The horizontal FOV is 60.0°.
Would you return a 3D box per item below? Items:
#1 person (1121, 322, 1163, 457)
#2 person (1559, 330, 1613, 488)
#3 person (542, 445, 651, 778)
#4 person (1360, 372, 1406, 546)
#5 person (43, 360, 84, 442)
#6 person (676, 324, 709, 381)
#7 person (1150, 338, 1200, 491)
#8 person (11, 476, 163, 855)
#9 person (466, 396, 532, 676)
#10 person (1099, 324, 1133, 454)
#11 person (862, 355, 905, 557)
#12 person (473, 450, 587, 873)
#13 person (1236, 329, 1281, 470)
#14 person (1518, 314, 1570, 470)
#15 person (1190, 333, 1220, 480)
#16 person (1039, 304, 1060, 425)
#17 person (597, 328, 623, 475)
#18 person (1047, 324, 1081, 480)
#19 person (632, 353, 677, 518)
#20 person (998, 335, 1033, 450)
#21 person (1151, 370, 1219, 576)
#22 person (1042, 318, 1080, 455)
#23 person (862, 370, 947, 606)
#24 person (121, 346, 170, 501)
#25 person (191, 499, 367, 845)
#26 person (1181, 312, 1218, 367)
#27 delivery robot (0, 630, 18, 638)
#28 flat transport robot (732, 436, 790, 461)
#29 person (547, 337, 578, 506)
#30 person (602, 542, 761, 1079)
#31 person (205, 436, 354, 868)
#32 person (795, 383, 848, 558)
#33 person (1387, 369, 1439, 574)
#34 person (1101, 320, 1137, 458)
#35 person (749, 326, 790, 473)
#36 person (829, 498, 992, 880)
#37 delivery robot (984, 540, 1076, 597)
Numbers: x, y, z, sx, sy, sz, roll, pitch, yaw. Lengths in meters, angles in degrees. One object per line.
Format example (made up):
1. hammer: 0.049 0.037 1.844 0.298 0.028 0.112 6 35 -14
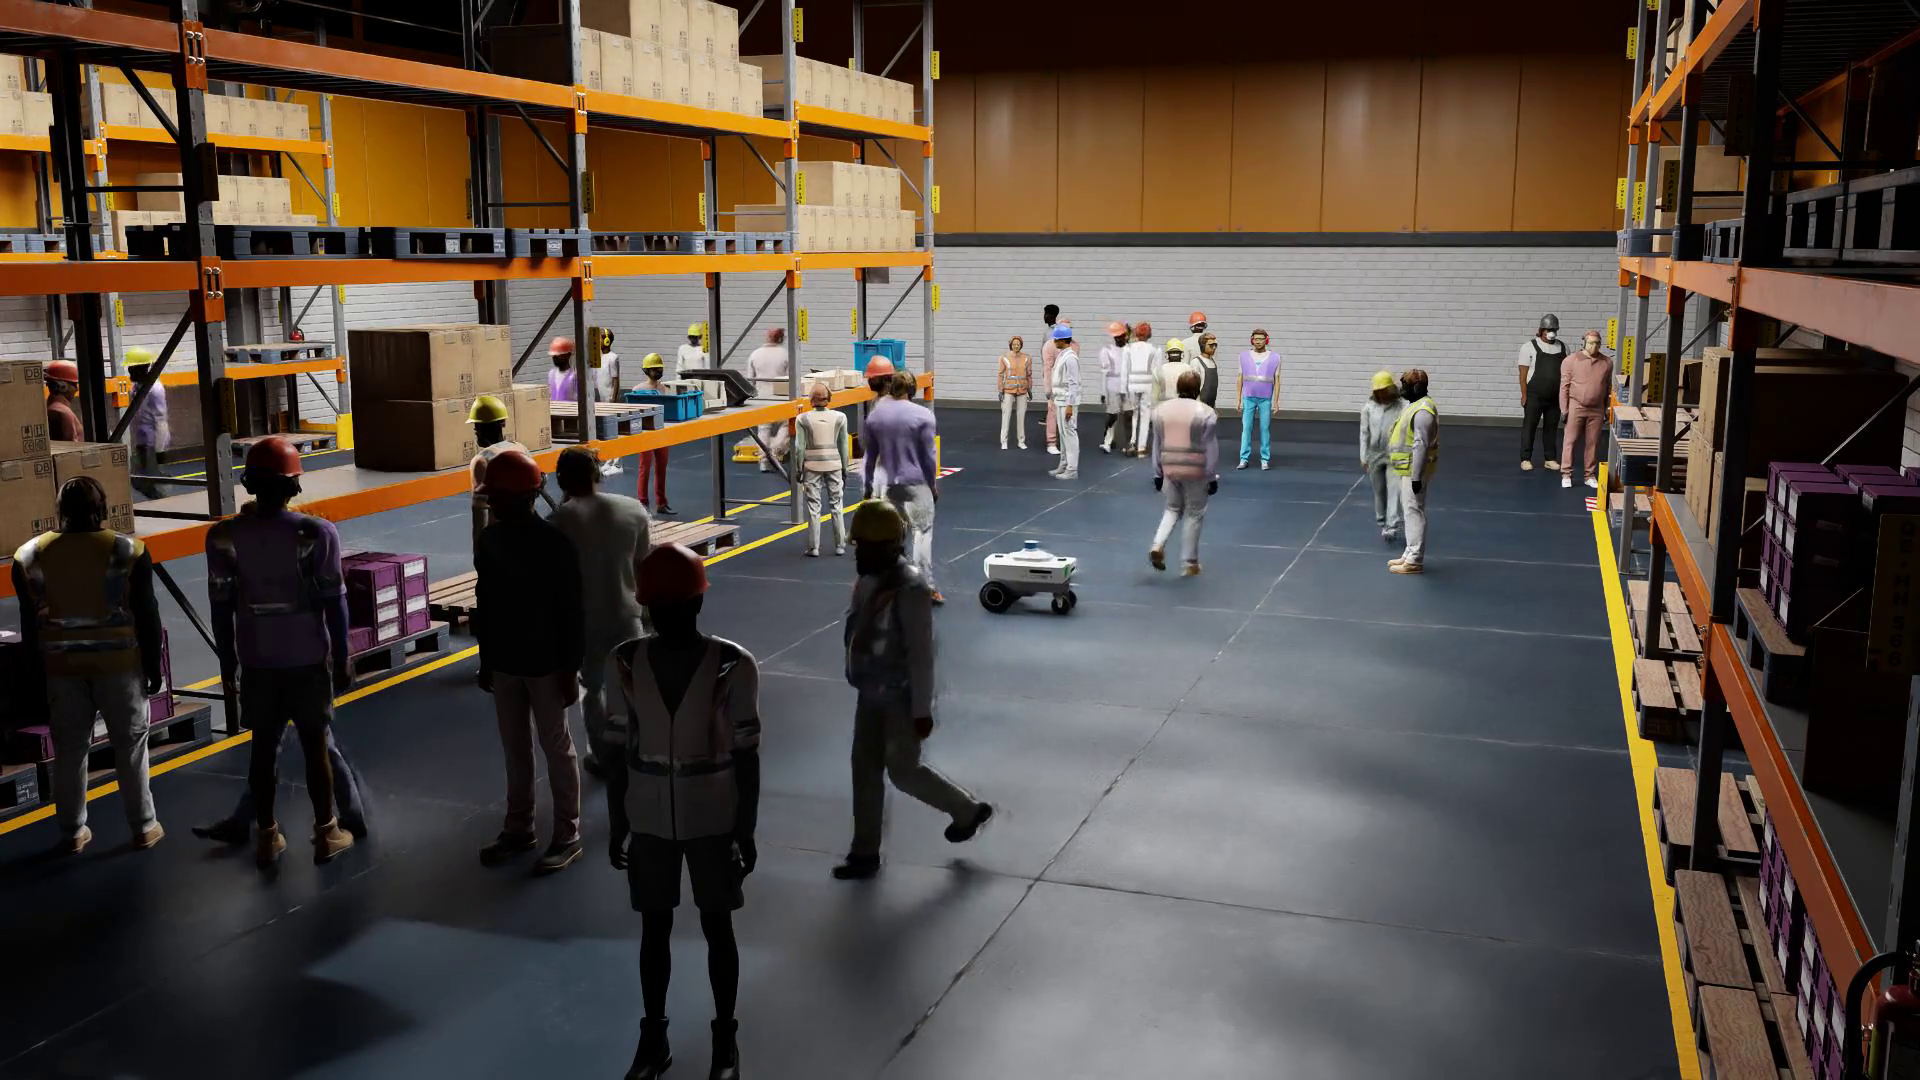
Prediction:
1. person: 2.511 -2.075 23.012 0.581 1.865 0.495 3 11 19
2. person: 7.548 -1.571 20.045 0.639 1.909 0.409 0 10 -1
3. person: -1.885 0.444 8.763 0.640 1.891 1.011 -4 11 -22
4. person: 4.155 -0.787 16.235 0.521 1.685 0.918 4 11 20
5. person: -7.346 -0.484 13.703 0.610 1.986 0.392 9 14 42
6. person: -4.056 -2.467 25.593 0.527 1.727 0.872 2 10 12
7. person: 2.548 -1.479 19.761 0.588 1.823 0.403 1 10 3
8. person: -4.169 0.604 8.021 0.620 1.835 0.430 -2 10 -11
9. person: -3.119 -0.021 11.287 0.399 1.919 0.588 4 11 21
10. person: 2.245 -2.104 23.299 0.525 1.820 0.935 5 11 27
11. person: -0.701 -0.705 15.084 0.371 1.935 0.552 -5 11 -26
12. person: -2.027 0.565 7.773 0.621 1.990 0.391 6 11 29
13. person: 3.888 -1.833 21.689 0.564 1.846 0.390 3 10 16
14. person: 7.632 -1.921 21.640 0.682 2.000 0.538 -1 10 -7
15. person: 3.031 -1.637 20.590 0.345 1.846 0.508 7 12 36
16. person: 1.494 -2.867 27.176 0.367 1.966 0.607 3 10 16
17. person: -4.507 -1.765 21.242 0.325 1.871 0.524 -6 12 -29
18. person: 1.316 -1.725 20.806 0.403 1.944 0.605 -2 10 -10
19. person: -3.291 -1.128 17.938 0.304 1.772 0.528 8 13 39
20. person: 0.791 -2.109 23.829 0.520 1.639 0.312 -2 10 -14
21. person: 1.972 -0.575 14.643 0.622 1.832 0.545 8 13 37
22. person: 1.454 -2.157 23.347 0.651 1.906 0.403 -8 13 -38
23. person: -0.453 -0.419 13.592 0.836 1.905 0.561 6 12 29
24. person: -8.210 -0.998 16.792 0.607 1.910 0.415 9 13 41
25. person: -3.321 0.657 7.998 0.850 1.720 0.555 -5 11 -27
26. person: 3.328 -2.200 23.342 0.608 1.995 0.377 -5 11 -25
27. delivery robot: -6.361 0.746 10.540 0.477 0.478 0.707 4 11 22
28. flat transport robot: -2.706 -1.260 22.896 0.652 0.197 1.431 0 10 1
29. person: -4.335 -1.296 18.450 0.547 1.920 0.559 6 12 31
30. person: -0.954 0.959 5.708 0.547 1.938 0.359 1 10 3
31. person: -3.181 0.528 7.838 0.613 2.043 0.374 -1 10 -8
32. person: -1.295 -0.648 15.610 0.515 1.636 0.315 -3 10 -16
33. person: 4.044 -0.612 14.867 0.428 1.837 0.624 2 10 9
34. person: 2.214 -2.113 23.135 0.561 1.906 0.828 -2 10 -10
35. person: -2.415 -1.807 21.428 0.768 1.880 0.478 3 11 17
36. person: -0.240 0.675 7.716 0.728 1.799 0.603 -6 11 -29
37. delivery robot: 0.567 0.247 13.350 0.707 0.478 0.477 3 11 16
